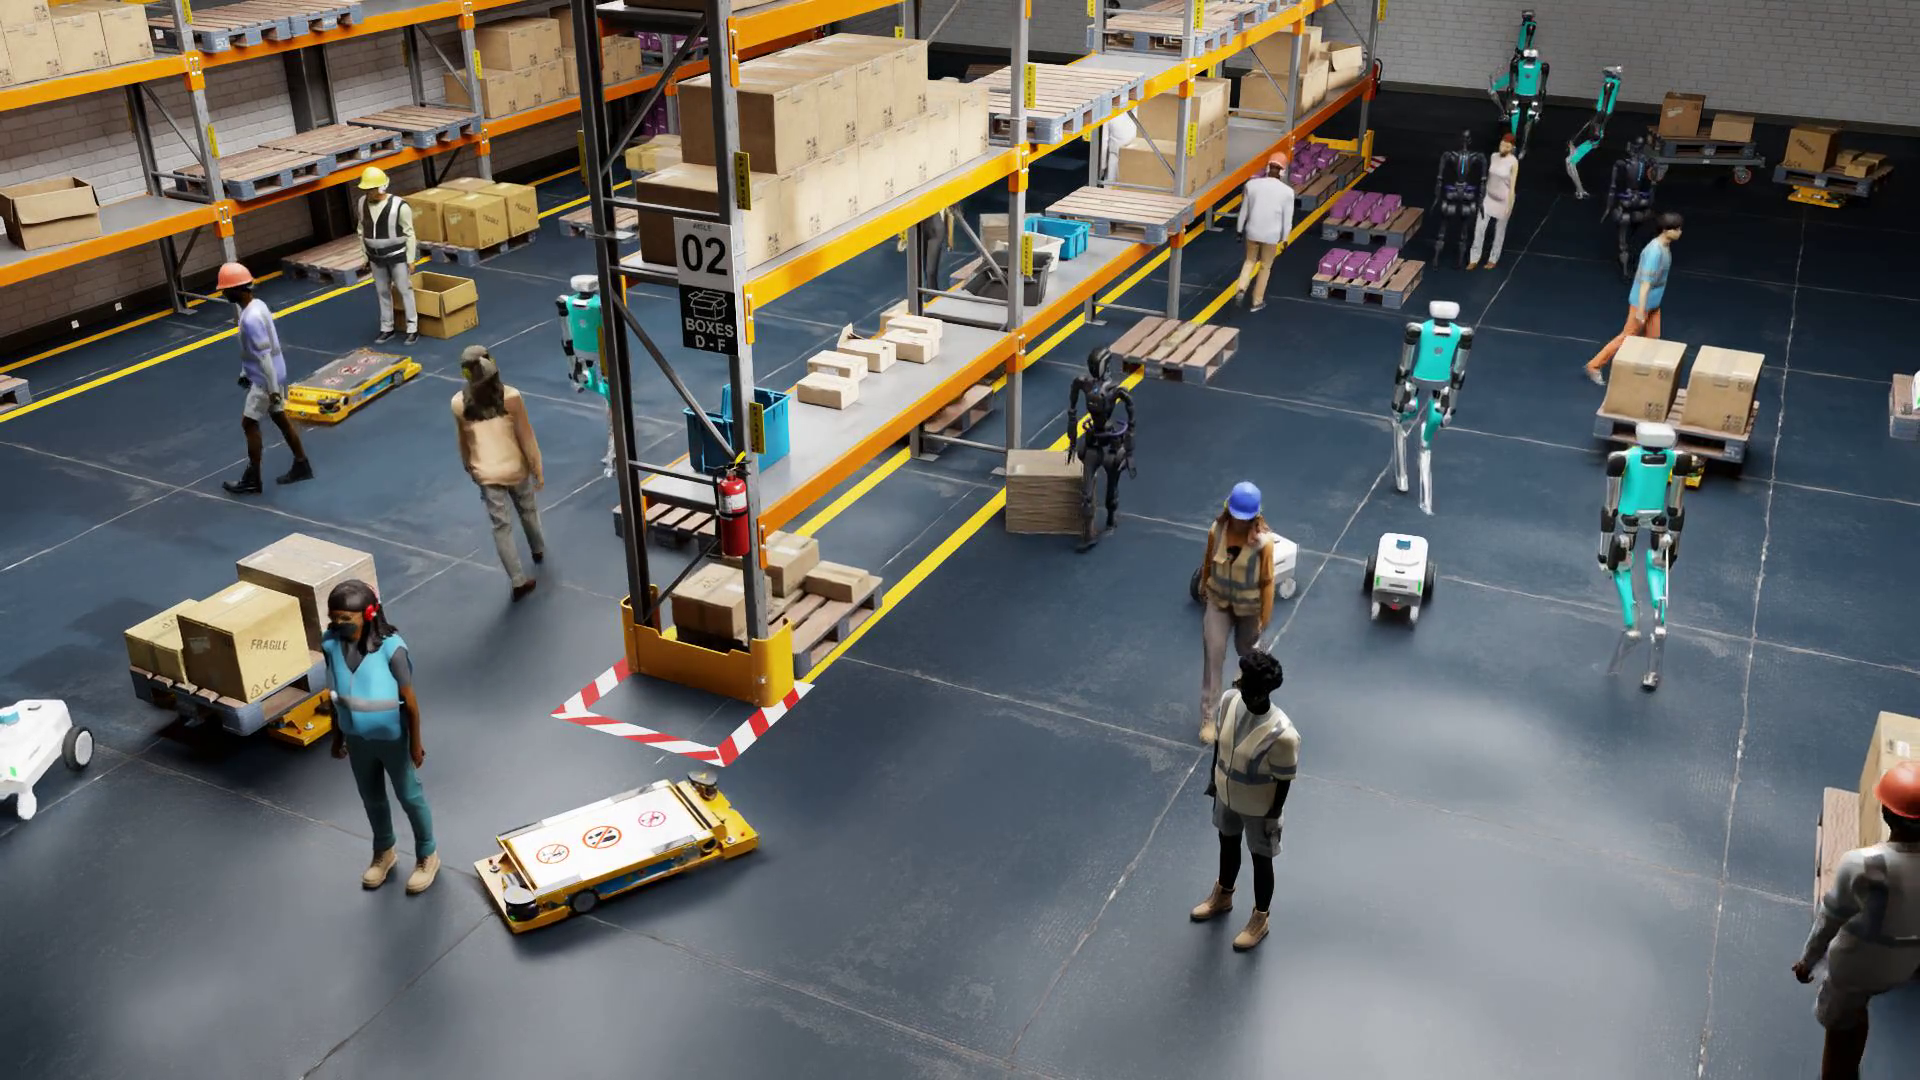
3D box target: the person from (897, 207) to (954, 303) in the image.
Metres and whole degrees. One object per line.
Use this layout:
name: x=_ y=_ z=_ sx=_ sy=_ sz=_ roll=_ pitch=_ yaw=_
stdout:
person: x=-0.390 y=-3.140 z=17.389 sx=0.539 sy=1.798 sz=0.936 roll=10 pitch=28 yaw=19

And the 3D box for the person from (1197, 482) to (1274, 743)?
person: x=1.746 y=0.347 z=10.432 sx=0.512 sy=1.727 sz=0.833 roll=12 pitch=29 yaw=23

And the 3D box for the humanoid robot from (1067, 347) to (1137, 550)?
humanoid robot: x=1.083 y=-0.699 z=12.643 sx=0.598 sy=1.632 sz=0.699 roll=15 pitch=30 yaw=27

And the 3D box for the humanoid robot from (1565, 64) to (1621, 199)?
humanoid robot: x=8.299 y=-5.407 z=22.048 sx=0.665 sy=1.794 sz=0.543 roll=12 pitch=29 yaw=22

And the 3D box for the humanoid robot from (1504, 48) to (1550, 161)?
humanoid robot: x=8.010 y=-6.111 z=23.563 sx=0.530 sy=1.785 sz=1.065 roll=10 pitch=28 yaw=20

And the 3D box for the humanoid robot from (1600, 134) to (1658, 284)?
humanoid robot: x=7.571 y=-3.776 z=18.847 sx=0.588 sy=1.637 sz=0.705 roll=-3 pitch=27 yaw=-6

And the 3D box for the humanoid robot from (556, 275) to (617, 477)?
humanoid robot: x=-2.969 y=-1.432 z=14.023 sx=0.546 sy=1.785 sz=0.746 roll=8 pitch=27 yaw=16

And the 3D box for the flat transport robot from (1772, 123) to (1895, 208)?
flat transport robot: x=11.688 y=-4.706 z=22.285 sx=0.659 sy=0.231 sz=1.431 roll=23 pitch=34 yaw=38

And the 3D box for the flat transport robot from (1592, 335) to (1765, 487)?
flat transport robot: x=6.203 y=-0.852 z=14.499 sx=0.659 sy=0.231 sz=1.431 roll=14 pitch=29 yaw=26

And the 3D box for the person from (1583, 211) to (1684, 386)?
person: x=6.436 y=-2.272 z=15.736 sx=0.760 sy=1.747 sz=0.547 roll=14 pitch=30 yaw=27

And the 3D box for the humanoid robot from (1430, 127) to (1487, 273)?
humanoid robot: x=5.709 y=-3.880 z=19.024 sx=0.611 sy=1.654 sz=0.306 roll=6 pitch=27 yaw=12

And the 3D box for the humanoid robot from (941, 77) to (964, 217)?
humanoid robot: x=-0.179 y=-4.887 z=20.990 sx=0.543 sy=1.795 sz=0.671 roll=6 pitch=27 yaw=12

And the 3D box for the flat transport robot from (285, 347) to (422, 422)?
flat transport robot: x=-5.796 y=-1.478 z=15.763 sx=0.659 sy=0.231 sz=1.431 roll=7 pitch=27 yaw=15

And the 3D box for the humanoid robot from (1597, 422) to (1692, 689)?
humanoid robot: x=4.445 y=0.192 z=10.771 sx=0.532 sy=1.803 sz=0.758 roll=0 pitch=26 yaw=0

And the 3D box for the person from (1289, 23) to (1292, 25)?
person: x=5.405 y=-8.532 z=28.195 sx=0.987 sy=1.882 sz=0.557 roll=10 pitch=28 yaw=19

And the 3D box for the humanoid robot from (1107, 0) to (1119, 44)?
humanoid robot: x=2.490 y=-8.113 z=27.593 sx=0.529 sy=1.641 sz=0.587 roll=17 pitch=31 yaw=30

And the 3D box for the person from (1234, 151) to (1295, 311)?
person: x=3.234 y=-3.265 z=17.726 sx=0.600 sy=1.719 sz=0.525 roll=14 pitch=30 yaw=26

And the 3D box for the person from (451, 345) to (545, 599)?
person: x=-3.324 y=-0.550 z=12.132 sx=0.599 sy=1.823 sz=0.946 roll=-3 pitch=27 yaw=-7

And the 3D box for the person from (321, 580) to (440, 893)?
person: x=-3.103 y=1.037 z=8.897 sx=0.523 sy=1.859 sz=0.382 roll=6 pitch=27 yaw=12

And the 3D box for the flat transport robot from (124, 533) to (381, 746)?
flat transport robot: x=-4.550 y=0.948 z=10.864 sx=1.431 sy=0.231 sz=0.659 roll=13 pitch=29 yaw=25

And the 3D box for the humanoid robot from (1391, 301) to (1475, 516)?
humanoid robot: x=3.740 y=-1.129 z=13.427 sx=0.560 sy=1.788 sz=0.849 roll=3 pitch=26 yaw=6

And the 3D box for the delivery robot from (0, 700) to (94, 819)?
delivery robot: x=-5.590 y=1.254 z=9.896 sx=0.499 sy=0.571 sz=0.756 roll=0 pitch=26 yaw=0

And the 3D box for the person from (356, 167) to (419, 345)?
person: x=-5.786 y=-2.869 z=16.815 sx=0.590 sy=1.828 sz=0.404 roll=5 pitch=27 yaw=10

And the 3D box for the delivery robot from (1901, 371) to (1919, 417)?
delivery robot: x=8.766 y=-1.246 z=14.975 sx=0.499 sy=0.597 sz=0.801 roll=12 pitch=29 yaw=23

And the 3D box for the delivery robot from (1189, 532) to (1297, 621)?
delivery robot: x=2.079 y=0.220 z=12.009 sx=0.791 sy=0.592 sz=0.499 roll=-18 pitch=32 yaw=-33

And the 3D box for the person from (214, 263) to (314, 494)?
person: x=-5.826 y=-1.319 z=13.597 sx=0.788 sy=1.910 sz=0.568 roll=-9 pitch=28 yaw=-18

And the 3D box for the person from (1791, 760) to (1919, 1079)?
person: x=3.966 y=1.800 z=7.283 sx=0.584 sy=1.917 sz=0.534 roll=-3 pitch=26 yaw=-6

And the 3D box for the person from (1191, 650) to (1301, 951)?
person: x=1.469 y=1.314 z=8.512 sx=0.318 sy=1.698 sz=0.533 roll=-18 pitch=32 yaw=-33

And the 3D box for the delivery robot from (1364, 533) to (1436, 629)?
delivery robot: x=3.170 y=0.244 z=11.984 sx=0.499 sy=0.614 sz=0.792 roll=8 pitch=27 yaw=15

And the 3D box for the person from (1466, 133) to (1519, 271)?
person: x=6.133 y=-3.855 z=19.030 sx=0.431 sy=1.614 sz=0.639 roll=22 pitch=34 yaw=37

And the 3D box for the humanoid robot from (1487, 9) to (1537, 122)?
humanoid robot: x=8.553 y=-7.419 z=25.989 sx=0.707 sy=1.691 sz=0.531 roll=3 pitch=27 yaw=7

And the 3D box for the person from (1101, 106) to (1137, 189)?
person: x=1.985 y=-4.583 z=20.195 sx=0.649 sy=1.904 sz=0.405 roll=-11 pitch=28 yaw=-22

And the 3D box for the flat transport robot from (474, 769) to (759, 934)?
flat transport robot: x=-1.917 y=1.720 z=9.304 sx=1.431 sy=0.231 sz=0.659 roll=-16 pitch=30 yaw=-29
